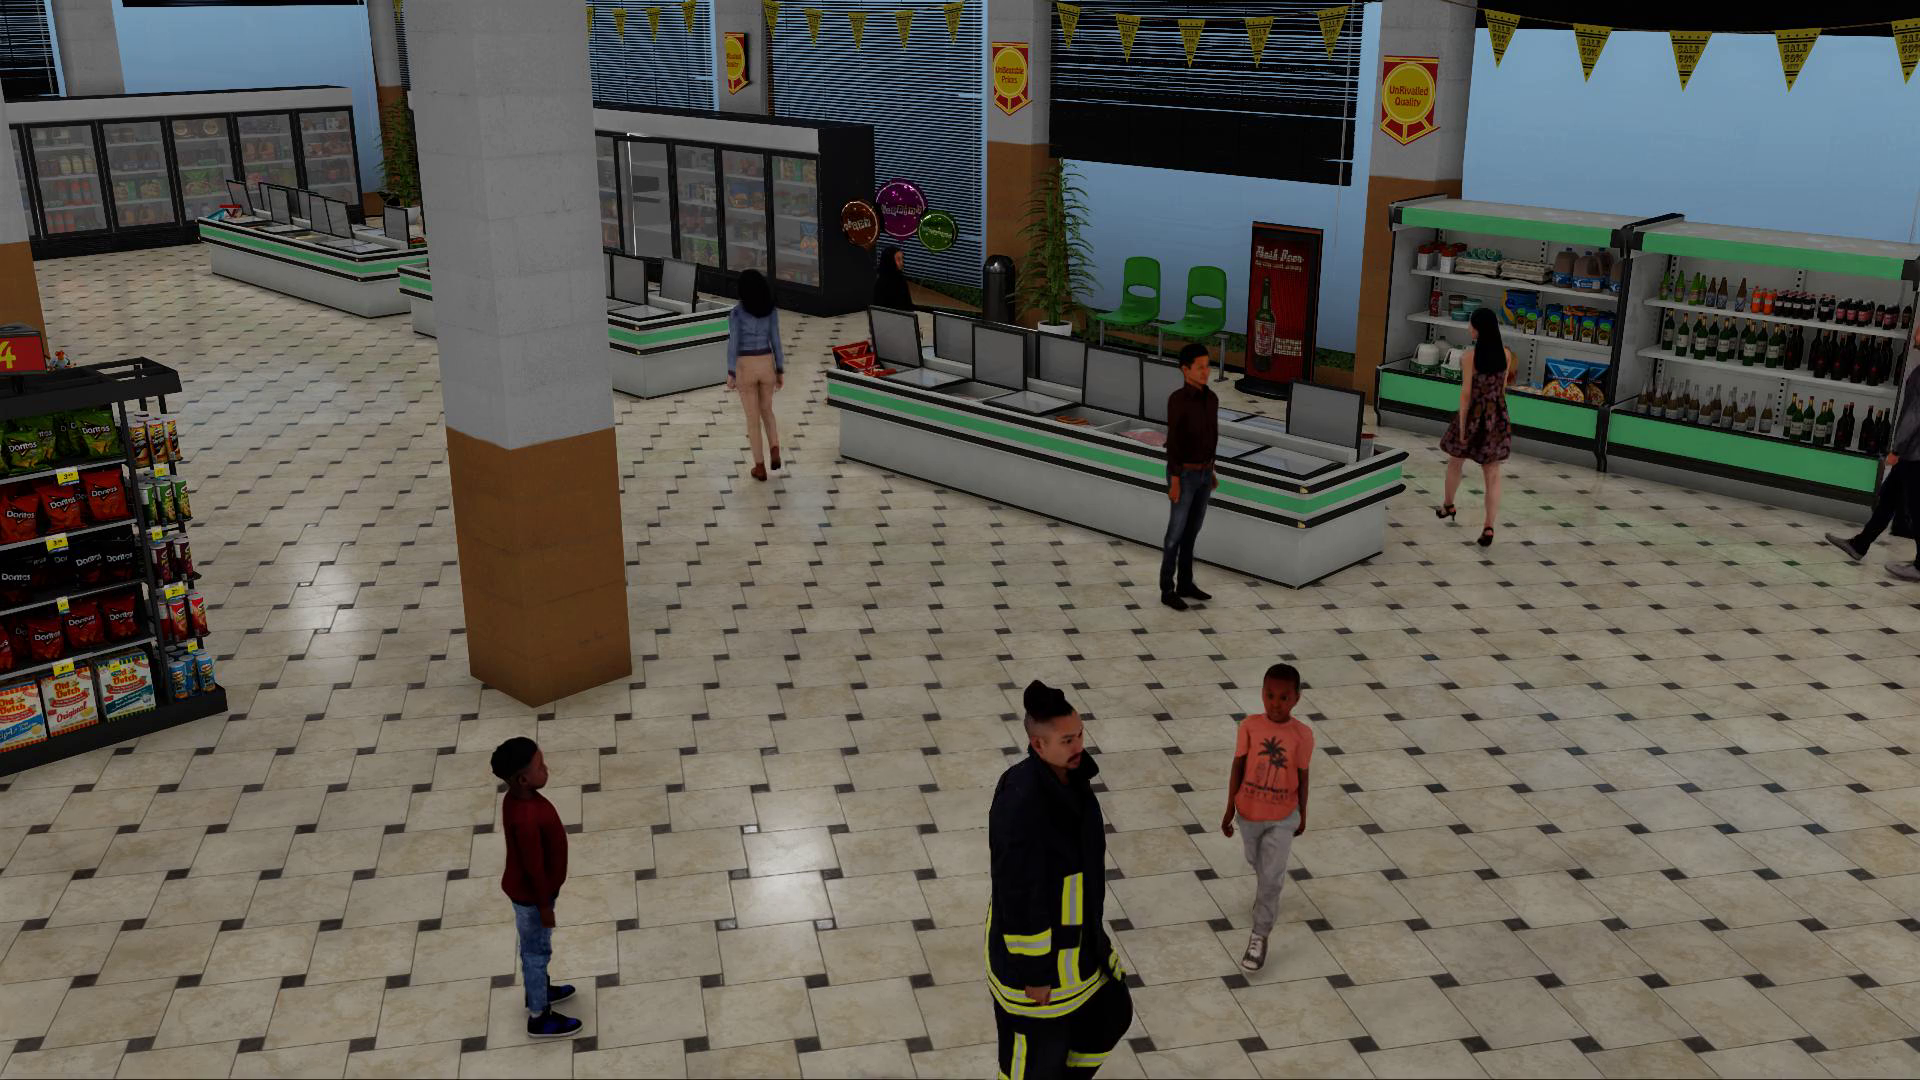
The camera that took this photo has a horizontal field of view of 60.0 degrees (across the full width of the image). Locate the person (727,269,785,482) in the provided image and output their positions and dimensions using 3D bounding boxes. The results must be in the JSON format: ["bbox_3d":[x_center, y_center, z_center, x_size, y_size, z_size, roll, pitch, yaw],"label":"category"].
[{"bbox_3d":[-1.659,-1.341,13.753,0.693,1.767,0.734,-9,21,-25],"label":"person"}]

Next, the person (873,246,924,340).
[{"bbox_3d":[-0.714,-2.045,16.093,1.168,1.606,0.837,9,21,26],"label":"person"}]

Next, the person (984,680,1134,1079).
[{"bbox_3d":[0.234,1.305,5.775,0.826,1.850,0.857,10,21,26],"label":"person"}]

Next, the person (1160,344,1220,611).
[{"bbox_3d":[1.516,-0.431,11.034,0.494,1.780,0.645,17,25,41],"label":"person"}]

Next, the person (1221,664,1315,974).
[{"bbox_3d":[1.336,1.126,7.178,0.890,1.293,0.708,9,21,26],"label":"person"}]

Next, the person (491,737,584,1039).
[{"bbox_3d":[-1.693,1.363,6.538,0.628,1.253,0.523,-7,20,-21],"label":"person"}]

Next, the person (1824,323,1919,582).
[{"bbox_3d":[6.692,-0.602,11.437,1.009,1.847,0.751,15,24,38],"label":"person"}]

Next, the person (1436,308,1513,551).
[{"bbox_3d":[3.842,-0.777,12.129,0.987,1.736,1.115,-2,19,-7],"label":"person"}]
